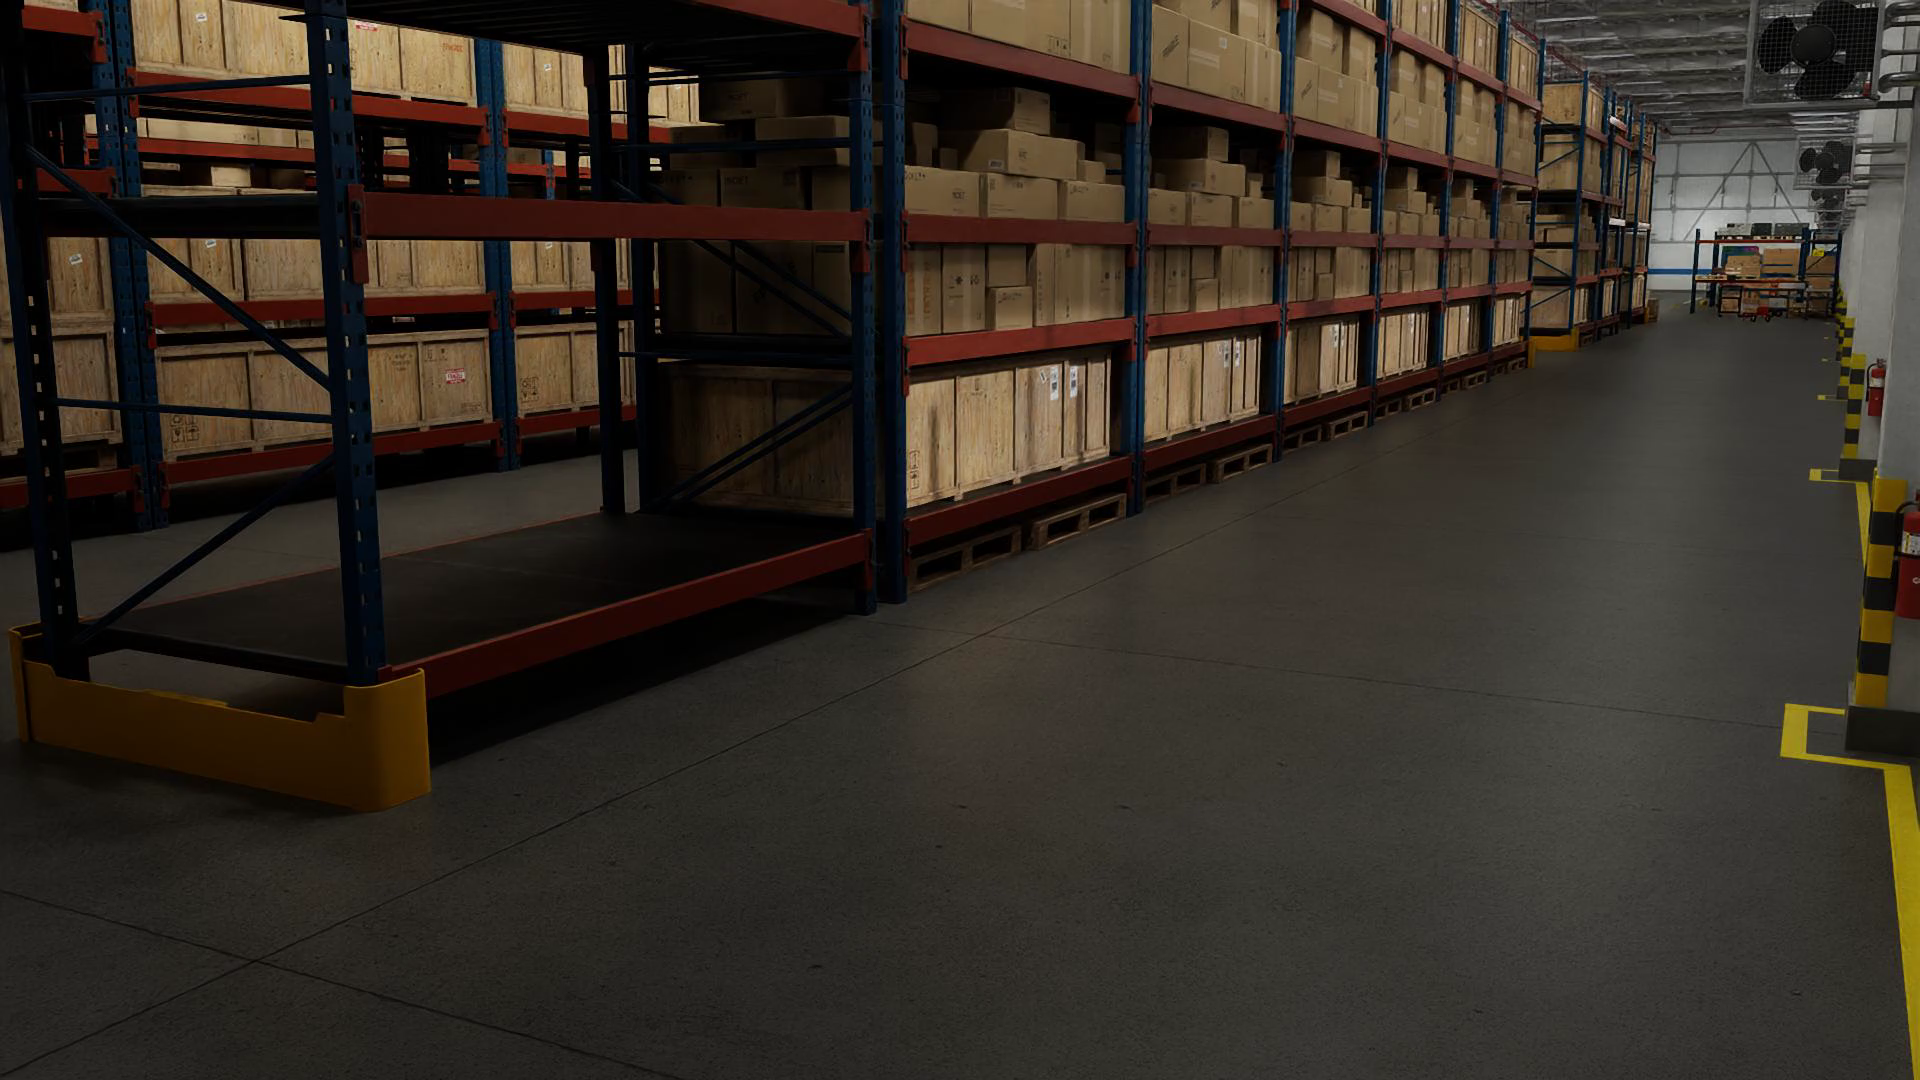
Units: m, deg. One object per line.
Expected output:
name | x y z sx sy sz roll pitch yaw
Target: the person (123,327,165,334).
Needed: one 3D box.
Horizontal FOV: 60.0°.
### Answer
person | -8.129 -1.539 16.511 0.563 1.753 0.327 -2 10 -9
